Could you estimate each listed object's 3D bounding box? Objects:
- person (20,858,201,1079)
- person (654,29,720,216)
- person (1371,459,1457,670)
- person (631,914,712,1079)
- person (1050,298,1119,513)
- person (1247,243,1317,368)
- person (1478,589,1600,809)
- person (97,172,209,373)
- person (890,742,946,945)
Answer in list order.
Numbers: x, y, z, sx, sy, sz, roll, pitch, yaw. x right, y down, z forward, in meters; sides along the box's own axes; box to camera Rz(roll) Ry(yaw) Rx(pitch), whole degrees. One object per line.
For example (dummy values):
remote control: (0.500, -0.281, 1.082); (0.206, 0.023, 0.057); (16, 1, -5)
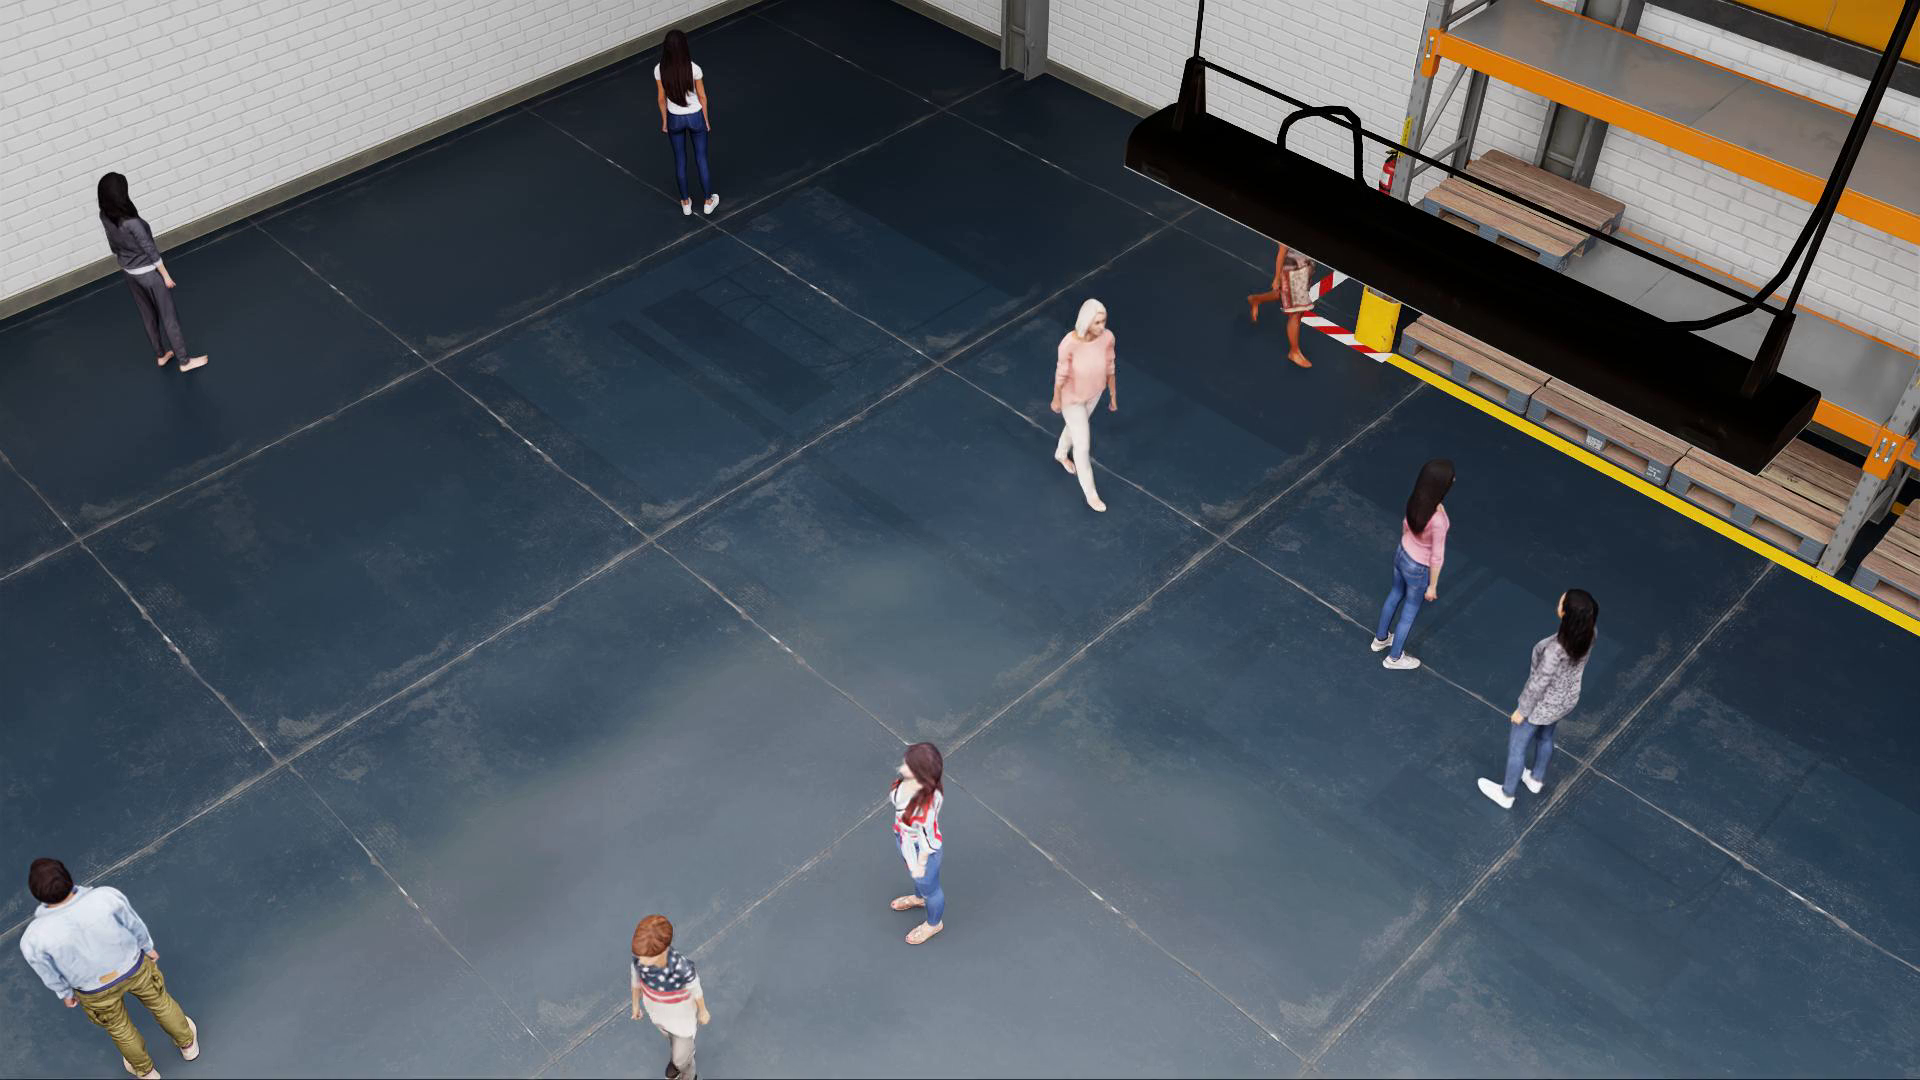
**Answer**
person: (-4.431, 2.244, 8.658); (0.678, 1.812, 0.561); (-32, 52, -29)
person: (-2.469, -3.753, 14.981); (0.657, 1.774, 0.723); (1, 44, 1)
person: (2.990, 0.143, 10.914); (0.716, 1.742, 0.598); (-10, 45, -11)
person: (-1.499, 2.395, 8.777); (0.682, 1.428, 0.729); (16, 46, 16)
person: (0.850, -1.109, 12.270); (0.777, 1.685, 1.091); (-22, 48, -21)
person: (2.660, -2.228, 13.490); (0.683, 1.621, 1.062); (-30, 51, -27)
person: (3.564, 0.967, 10.059); (0.653, 1.730, 0.589); (-25, 49, -24)
person: (-6.518, -2.126, 13.281); (0.573, 1.762, 0.725); (17, 46, 17)
person: (-0.226, 1.688, 9.387); (0.718, 1.612, 0.585); (-15, 46, -15)
